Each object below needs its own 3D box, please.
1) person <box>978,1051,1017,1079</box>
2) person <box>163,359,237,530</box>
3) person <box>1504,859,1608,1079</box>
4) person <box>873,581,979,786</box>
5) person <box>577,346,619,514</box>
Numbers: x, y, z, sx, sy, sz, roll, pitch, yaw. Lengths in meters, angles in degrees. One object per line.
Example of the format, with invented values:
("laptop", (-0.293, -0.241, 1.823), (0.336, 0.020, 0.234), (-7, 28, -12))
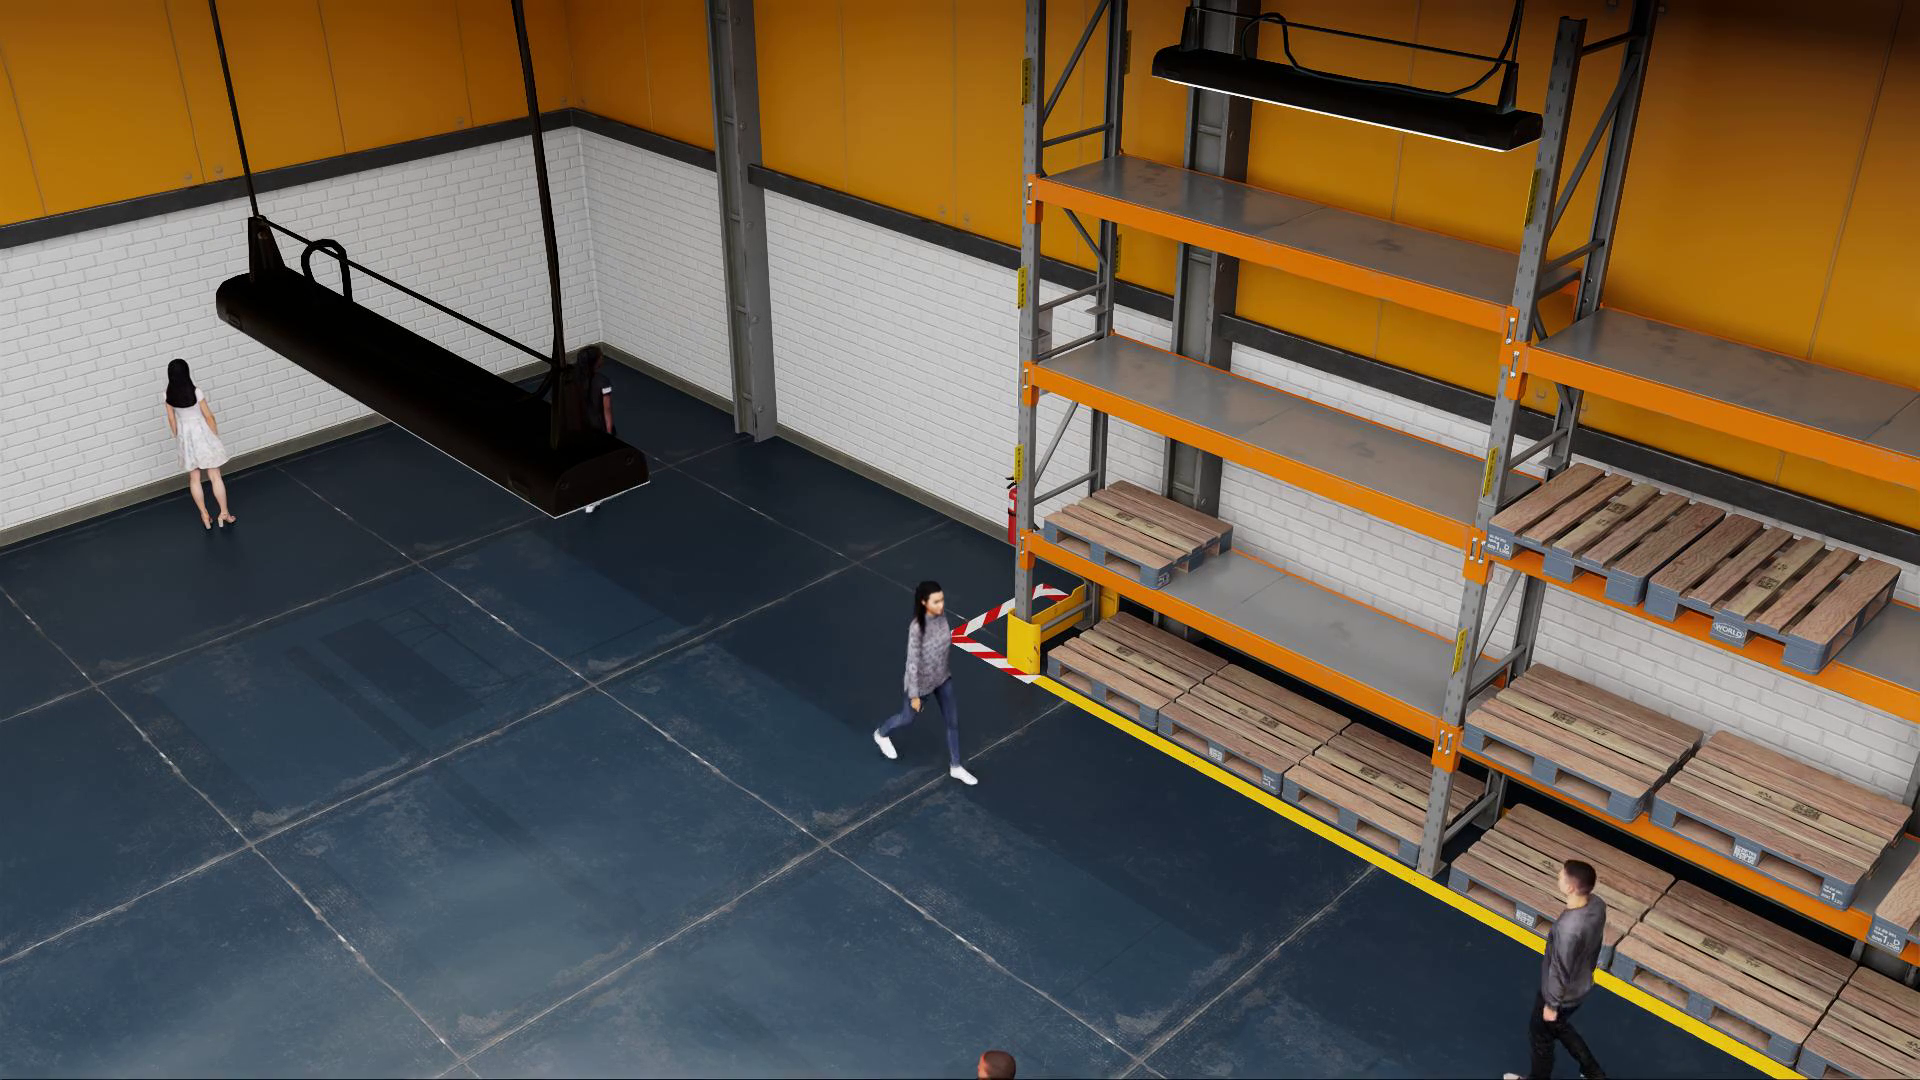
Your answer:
("person", (0.220, 3.279, 9.018), (0.557, 1.309, 0.533), (11, 31, 19))
("person", (-7.460, -0.945, 16.275), (0.775, 1.774, 0.827), (-2, 29, -4))
("person", (3.612, 2.653, 9.707), (0.814, 1.748, 0.662), (21, 35, 33))
("person", (-0.315, 1.053, 12.695), (1.200, 1.695, 0.742), (21, 35, 33))
("person", (-3.683, -1.080, 16.599), (1.079, 1.701, 0.983), (9, 30, 16))
